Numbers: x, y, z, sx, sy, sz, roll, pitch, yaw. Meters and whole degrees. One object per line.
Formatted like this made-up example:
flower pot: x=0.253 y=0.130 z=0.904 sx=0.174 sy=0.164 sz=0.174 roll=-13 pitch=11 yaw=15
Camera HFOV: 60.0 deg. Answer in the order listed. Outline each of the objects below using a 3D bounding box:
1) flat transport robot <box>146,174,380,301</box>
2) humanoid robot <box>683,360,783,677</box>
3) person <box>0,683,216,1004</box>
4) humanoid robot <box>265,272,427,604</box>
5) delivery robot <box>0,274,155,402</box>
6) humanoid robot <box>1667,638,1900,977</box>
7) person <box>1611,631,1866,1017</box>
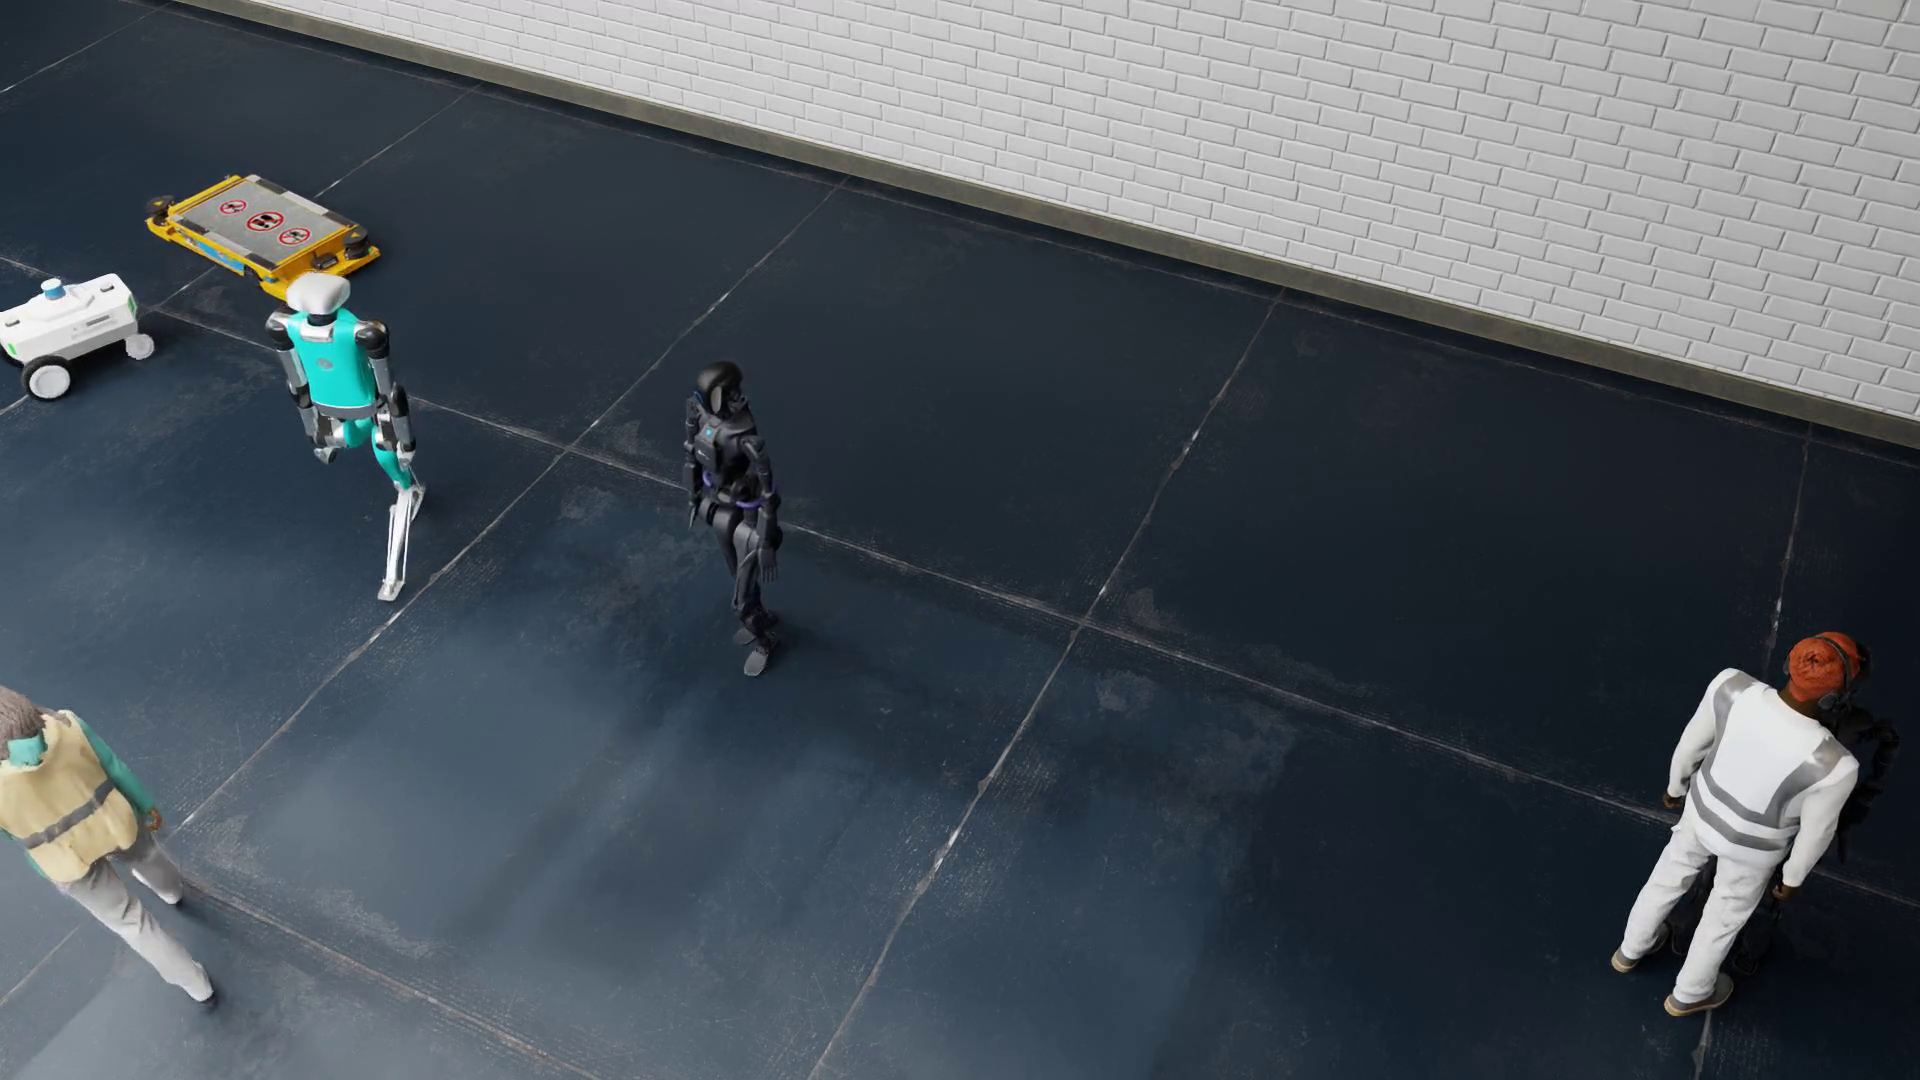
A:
flat transport robot: x=-4.338 y=-1.905 z=10.310 sx=1.431 sy=0.231 sz=0.659 roll=26 pitch=49 yaw=25
humanoid robot: x=-0.983 y=-0.123 z=7.353 sx=0.589 sy=1.644 sz=0.376 roll=30 pitch=51 yaw=29
person: x=-3.229 y=1.055 z=6.088 sx=0.838 sy=1.666 sz=0.496 roll=30 pitch=51 yaw=28
humanoid robot: x=-2.763 y=-0.600 z=7.867 sx=0.550 sy=1.765 sz=1.083 roll=3 pitch=43 yaw=3
delivery robot: x=-5.000 y=-1.188 z=9.310 sx=0.747 sy=0.572 sz=0.499 roll=-30 pitch=50 yaw=-28
humanoid robot: x=3.011 y=0.988 z=6.141 sx=0.599 sy=1.659 sz=0.315 roll=18 pitch=46 yaw=19
person: x=2.781 y=1.028 z=5.959 sx=0.340 sy=1.882 sz=0.579 roll=-24 pitch=48 yaw=-24
